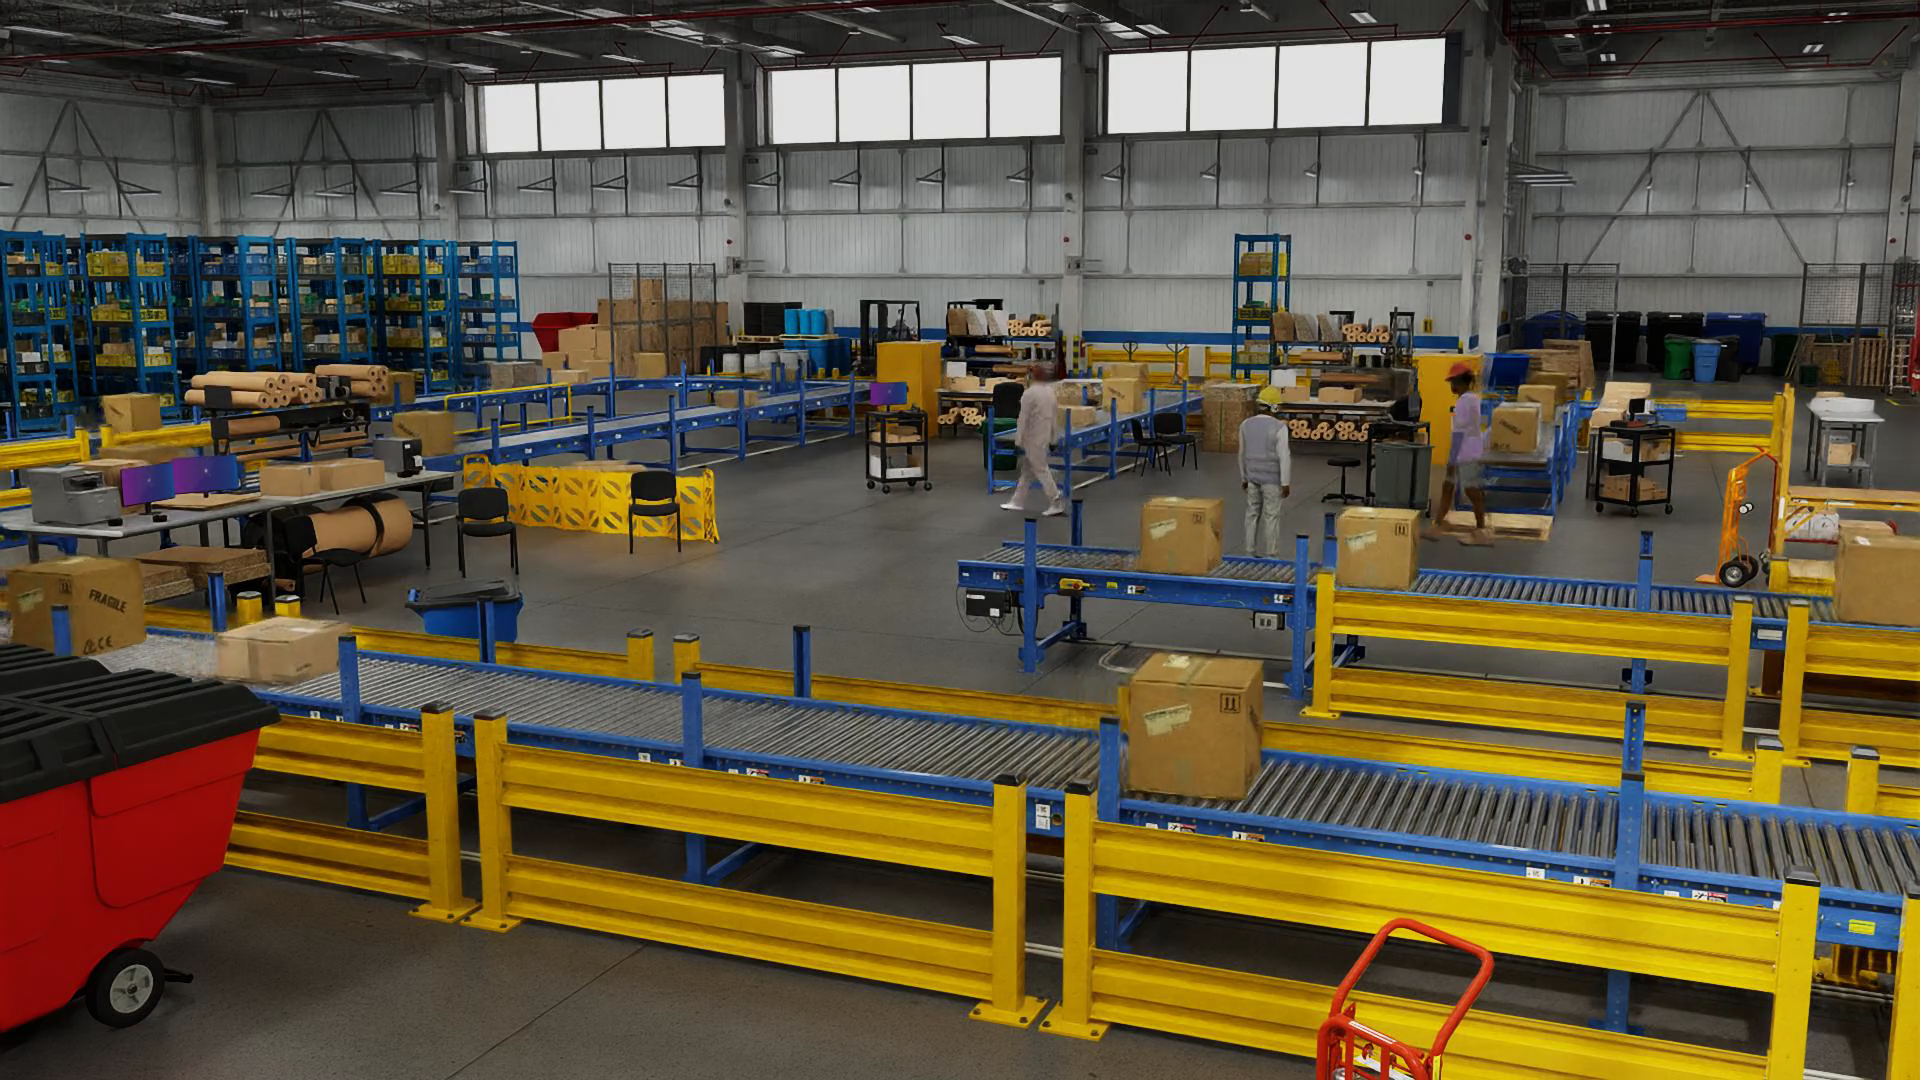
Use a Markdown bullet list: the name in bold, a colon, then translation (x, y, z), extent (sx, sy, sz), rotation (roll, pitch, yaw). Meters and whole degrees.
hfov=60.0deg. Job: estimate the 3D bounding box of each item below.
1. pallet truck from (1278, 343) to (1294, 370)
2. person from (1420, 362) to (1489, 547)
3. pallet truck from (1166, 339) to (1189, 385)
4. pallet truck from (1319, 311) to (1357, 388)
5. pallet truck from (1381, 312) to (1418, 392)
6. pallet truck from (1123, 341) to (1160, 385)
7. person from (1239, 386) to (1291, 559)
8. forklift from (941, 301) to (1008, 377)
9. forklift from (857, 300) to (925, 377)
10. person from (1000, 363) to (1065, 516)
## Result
- **pallet truck**: translation (7.886, -4.163, 39.743), extent (0.653, 1.274, 1.630), rotation (4, 10, 22)
- **person**: translation (5.318, -0.917, 17.999), extent (0.961, 1.980, 0.640), rotation (4, 10, 21)
- **pallet truck**: translation (5.418, -4.269, 40.420), extent (0.704, 1.261, 1.522), rotation (3, 10, 20)
- **pallet truck**: translation (9.071, -4.419, 39.190), extent (0.823, 1.965, 1.885), rotation (5, 10, 26)
- **pallet truck**: translation (10.207, -4.283, 38.369), extent (0.823, 1.965, 1.885), rotation (3, 10, 20)
- **pallet truck**: translation (4.445, -4.380, 41.279), extent (0.680, 1.201, 1.601), rotation (4, 10, 22)
- **person**: translation (3.083, -0.629, 16.725), extent (0.403, 1.830, 0.600), rotation (-8, 12, -41)
- **forklift**: translation (0.365, -4.966, 41.571), extent (1.157, 1.987, 2.680), rotation (3, 10, 20)
- **forklift**: translation (-1.732, -5.109, 42.468), extent (1.157, 1.987, 2.680), rotation (4, 10, 22)
- **person**: translation (0.910, -1.227, 20.289), extent (0.980, 1.860, 0.659), rotation (6, 11, 32)
